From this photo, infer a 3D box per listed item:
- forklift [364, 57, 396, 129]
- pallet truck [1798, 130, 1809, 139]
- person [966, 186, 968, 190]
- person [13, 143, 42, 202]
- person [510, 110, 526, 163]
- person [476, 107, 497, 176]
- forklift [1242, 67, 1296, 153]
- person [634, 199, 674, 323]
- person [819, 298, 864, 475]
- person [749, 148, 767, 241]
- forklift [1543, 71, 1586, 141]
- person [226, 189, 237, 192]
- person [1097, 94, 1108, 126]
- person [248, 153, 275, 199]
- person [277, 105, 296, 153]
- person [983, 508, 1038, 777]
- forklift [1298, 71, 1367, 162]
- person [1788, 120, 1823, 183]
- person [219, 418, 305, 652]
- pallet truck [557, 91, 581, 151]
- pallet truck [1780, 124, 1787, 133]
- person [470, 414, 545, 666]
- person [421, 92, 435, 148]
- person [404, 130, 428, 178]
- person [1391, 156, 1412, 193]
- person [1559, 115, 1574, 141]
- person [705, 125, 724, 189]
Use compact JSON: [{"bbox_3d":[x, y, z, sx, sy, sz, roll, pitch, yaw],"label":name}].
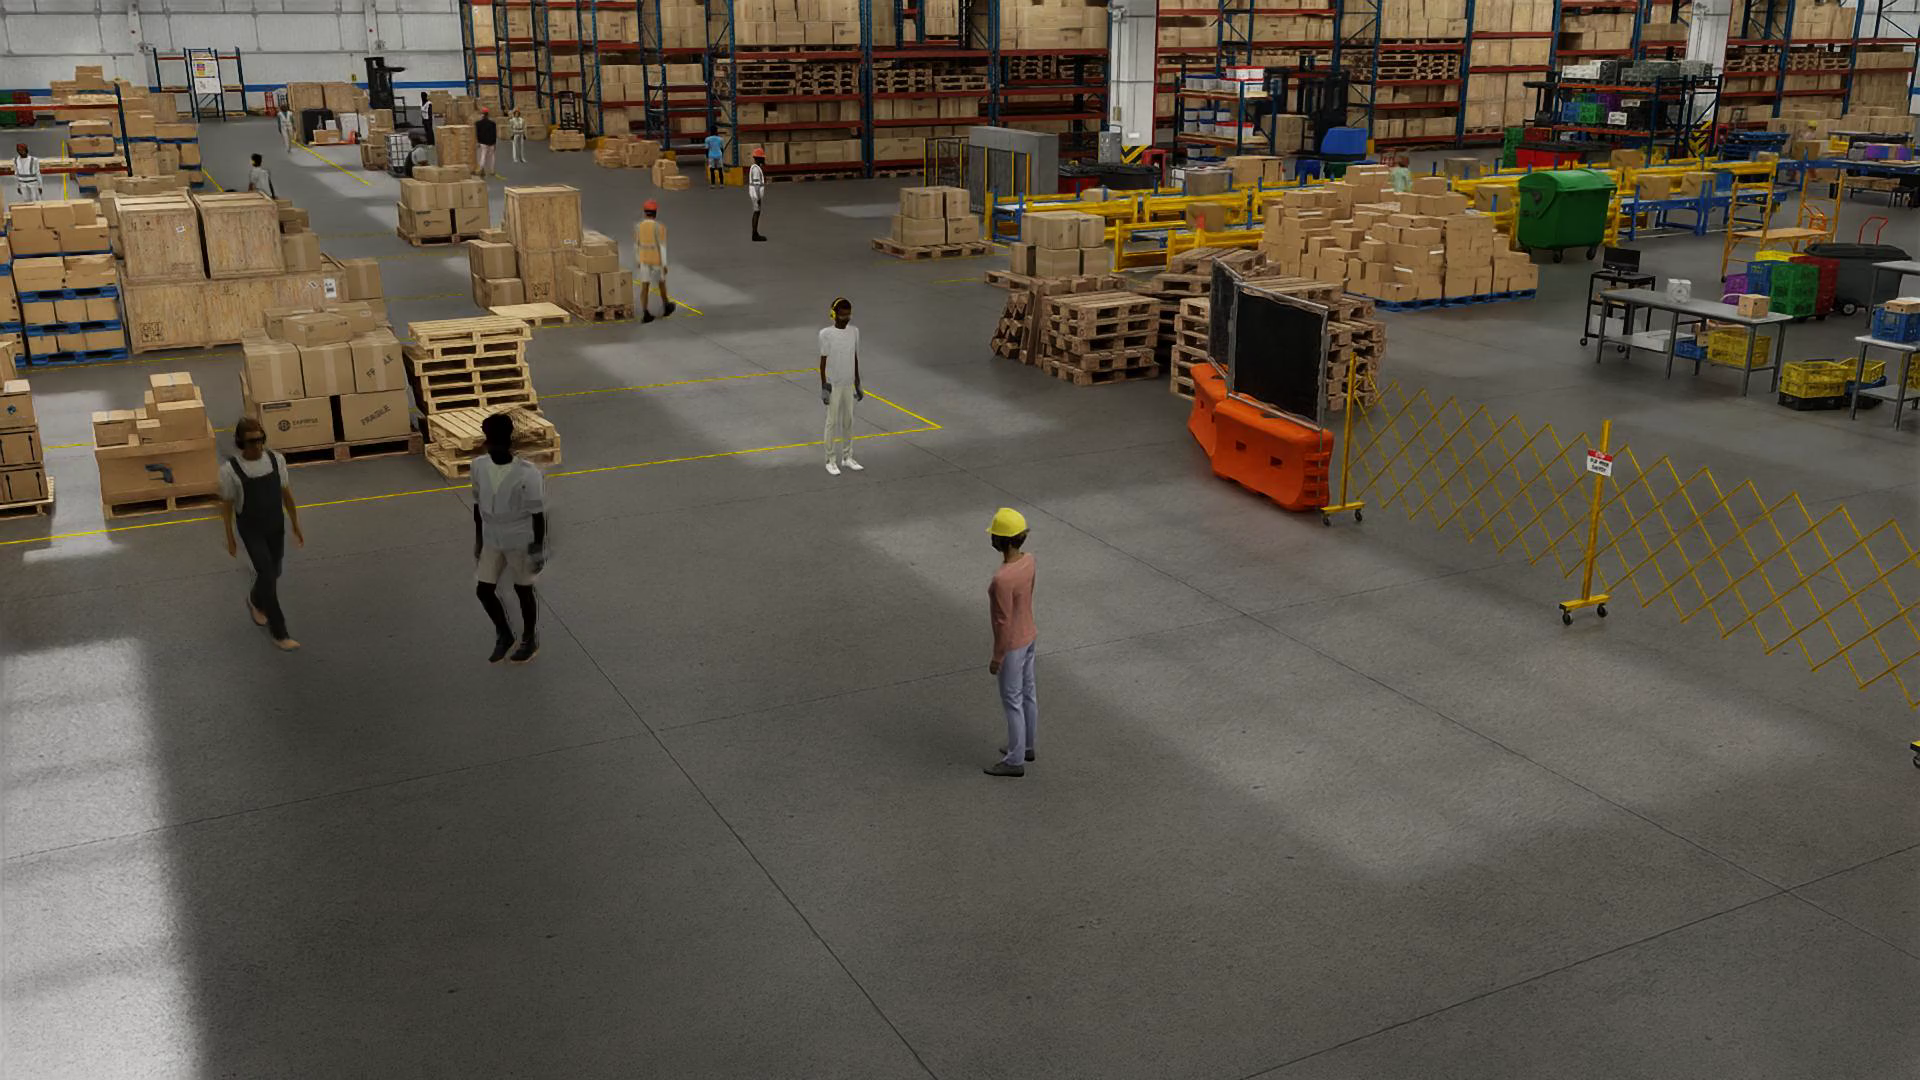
[{"bbox_3d":[-23.452,-17.993,66.928,1.873,2.768,1.129,4,18,11],"label":"forklift"},{"bbox_3d":[25.526,-11.556,49.408,1.630,1.274,0.653,-9,20,-26],"label":"pallet truck"},{"bbox_3d":[0.416,-9.464,42.101,0.914,1.781,0.617,-11,21,-31],"label":"person"},{"bbox_3d":[-20.749,-7.898,37.085,0.574,1.876,0.356,0,18,0],"label":"person"},{"bbox_3d":[-14.044,-12.829,52.832,0.512,1.638,0.312,-17,24,-42],"label":"person"},{"bbox_3d":[-13.792,-11.582,48.413,0.618,1.975,0.807,1,18,2],"label":"person"},{"bbox_3d":[10.582,-14.449,55.881,1.129,2.768,1.873,-9,20,-27],"label":"forklift"},{"bbox_3d":[-4.823,-4.407,26.173,0.565,1.882,0.975,4,18,13],"label":"person"},{"bbox_3d":[-1.247,-1.623,17.537,0.508,1.864,0.329,-14,23,-37],"label":"person"},{"bbox_3d":[-4.239,-7.273,35.053,0.399,1.928,0.541,-3,18,-10],"label":"person"},{"bbox_3d":[18.685,-13.231,52.085,1.873,2.768,1.129,-9,20,-26],"label":"forklift"},{"bbox_3d":[-12.050,-4.835,27.489,0.427,1.898,0.628,4,18,13],"label":"person"},{"bbox_3d":[5.972,-17.952,68.868,0.581,1.582,0.802,11,21,30],"label":"person"},{"bbox_3d":[-14.616,-7.117,34.698,0.617,1.849,0.539,9,20,25],"label":"person"},{"bbox_3d":[-22.811,-13.937,56.354,0.524,1.597,0.853,-12,21,-33],"label":"person"},{"bbox_3d":[0.317,0.651,10.601,0.324,1.769,0.523,8,19,23],"label":"person"},{"bbox_3d":[11.893,-13.408,52.634,1.129,2.768,1.873,-15,23,-39],"label":"forklift"},{"bbox_3d":[23.822,-10.901,46.700,0.543,1.714,0.923,-13,22,-36],"label":"person"},{"bbox_3d":[-5.442,-0.089,12.846,0.893,1.816,0.507,13,22,36],"label":"person"},{"bbox_3d":[-13.495,-14.412,57.188,0.823,1.965,1.885,-3,18,-9],"label":"pallet truck"},{"bbox_3d":[25.206,-12.542,52.601,1.601,1.201,0.680,0,18,-2],"label":"pallet truck"},{"bbox_3d":[-3.360,0.018,12.275,0.651,1.945,0.542,6,19,17],"label":"person"},{"bbox_3d":[-18.691,-14.750,58.386,0.588,1.911,0.396,15,23,40],"label":"person"},{"bbox_3d":[-12.626,-8.555,38.860,0.698,2.000,0.692,-7,19,-22],"label":"person"},{"bbox_3d":[9.876,-7.740,37.037,0.800,1.595,0.522,-9,20,-26],"label":"person"},{"bbox_3d":[18.323,-12.101,50.477,0.526,1.676,0.557,-10,20,-29],"label":"person"},{"bbox_3d":[-6.649,-10.376,45.090,0.533,1.697,0.322,-9,20,-26],"label":"person"}]
